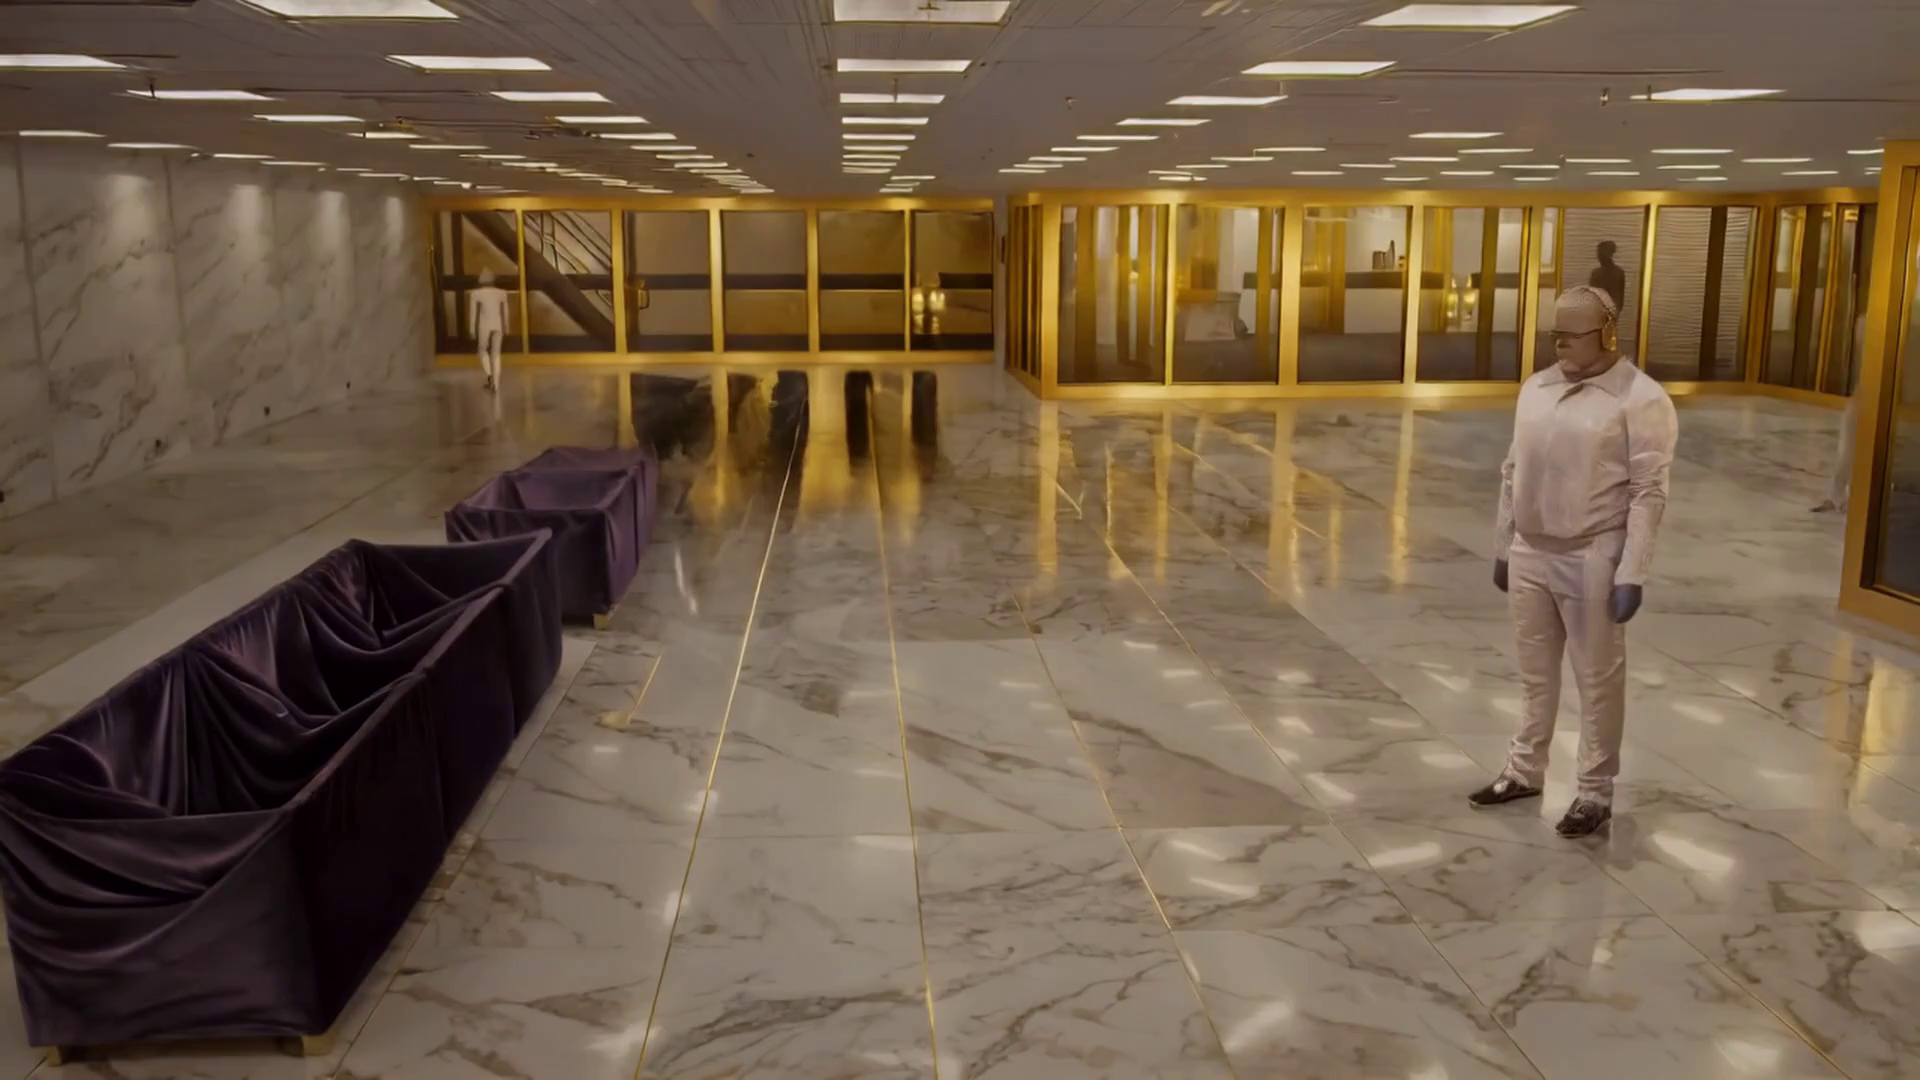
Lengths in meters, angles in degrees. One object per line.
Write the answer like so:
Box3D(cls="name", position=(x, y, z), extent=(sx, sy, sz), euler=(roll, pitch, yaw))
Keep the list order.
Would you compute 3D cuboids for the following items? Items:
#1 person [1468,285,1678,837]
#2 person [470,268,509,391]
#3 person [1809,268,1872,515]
Box3D(cls="person", position=(2.126, 0.070, 5.822), extent=(0.410, 1.905, 0.640), euler=(-7, 12, -31))
Box3D(cls="person", position=(-6.156, -2.750, 21.780), extent=(0.509, 1.618, 0.353), euler=(-6, 12, -28))
Box3D(cls="person", position=(6.783, -1.085, 12.238), extent=(0.887, 1.842, 0.519), euler=(-4, 11, -19))
